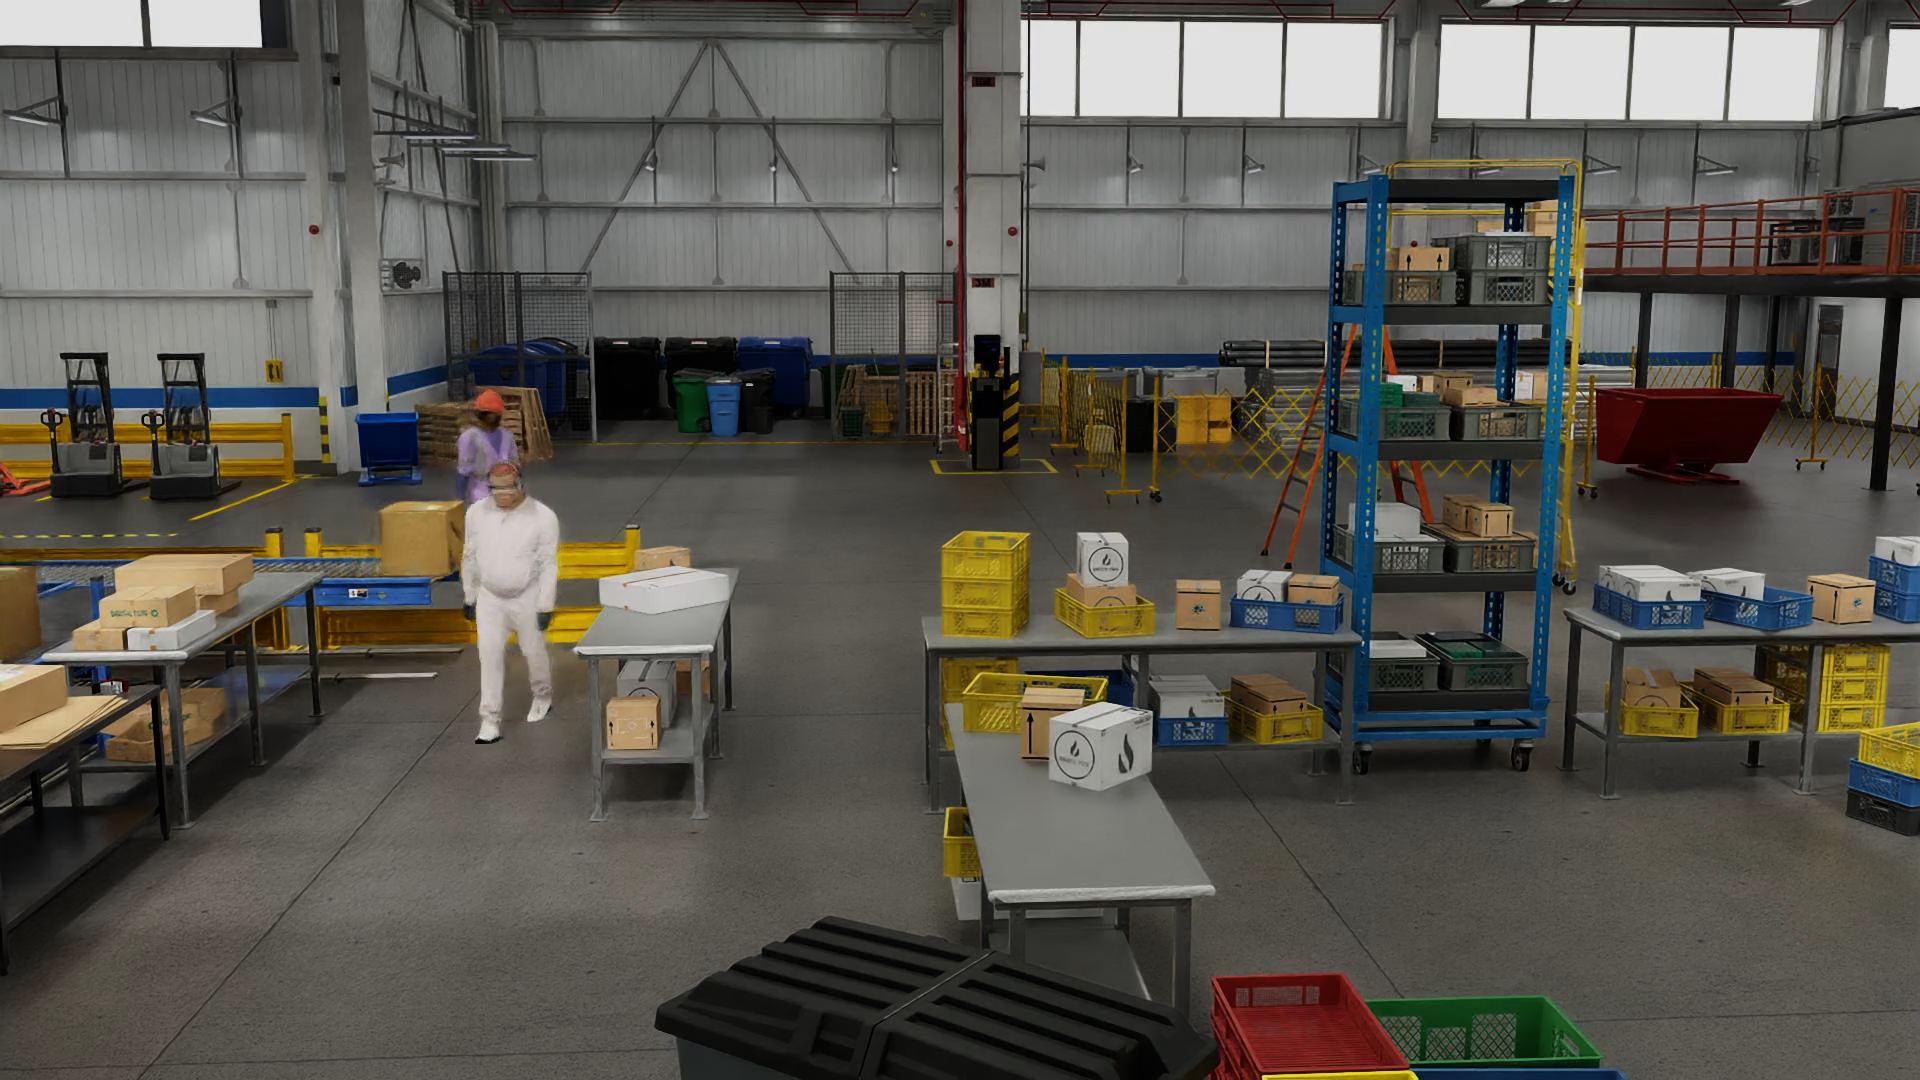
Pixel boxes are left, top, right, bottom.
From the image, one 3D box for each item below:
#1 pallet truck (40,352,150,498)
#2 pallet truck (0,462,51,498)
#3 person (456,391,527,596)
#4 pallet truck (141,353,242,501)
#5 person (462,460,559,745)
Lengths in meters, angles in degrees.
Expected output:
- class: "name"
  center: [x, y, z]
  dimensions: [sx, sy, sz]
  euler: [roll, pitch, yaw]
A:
- class: "pallet truck"
  center: [-11.907, -1.642, 23.165]
  dimensions: [0.823, 1.965, 1.885]
  euler: [0, 9, 0]
- class: "pallet truck"
  center: [-13.193, -1.293, 23.148]
  dimensions: [0.653, 1.274, 1.630]
  euler: [-1, 9, -4]
- class: "person"
  center: [-4.289, -0.380, 15.281]
  dimensions: [1.053, 1.986, 0.615]
  euler: [6, 11, 31]
- class: "pallet truck"
  center: [-10.520, -1.604, 22.925]
  dimensions: [0.823, 1.965, 1.885]
  euler: [-1, 9, -6]
- class: "person"
  center: [-2.969, 0.375, 10.999]
  dimensions: [0.664, 1.858, 1.015]
  euler: [0, 9, 2]
